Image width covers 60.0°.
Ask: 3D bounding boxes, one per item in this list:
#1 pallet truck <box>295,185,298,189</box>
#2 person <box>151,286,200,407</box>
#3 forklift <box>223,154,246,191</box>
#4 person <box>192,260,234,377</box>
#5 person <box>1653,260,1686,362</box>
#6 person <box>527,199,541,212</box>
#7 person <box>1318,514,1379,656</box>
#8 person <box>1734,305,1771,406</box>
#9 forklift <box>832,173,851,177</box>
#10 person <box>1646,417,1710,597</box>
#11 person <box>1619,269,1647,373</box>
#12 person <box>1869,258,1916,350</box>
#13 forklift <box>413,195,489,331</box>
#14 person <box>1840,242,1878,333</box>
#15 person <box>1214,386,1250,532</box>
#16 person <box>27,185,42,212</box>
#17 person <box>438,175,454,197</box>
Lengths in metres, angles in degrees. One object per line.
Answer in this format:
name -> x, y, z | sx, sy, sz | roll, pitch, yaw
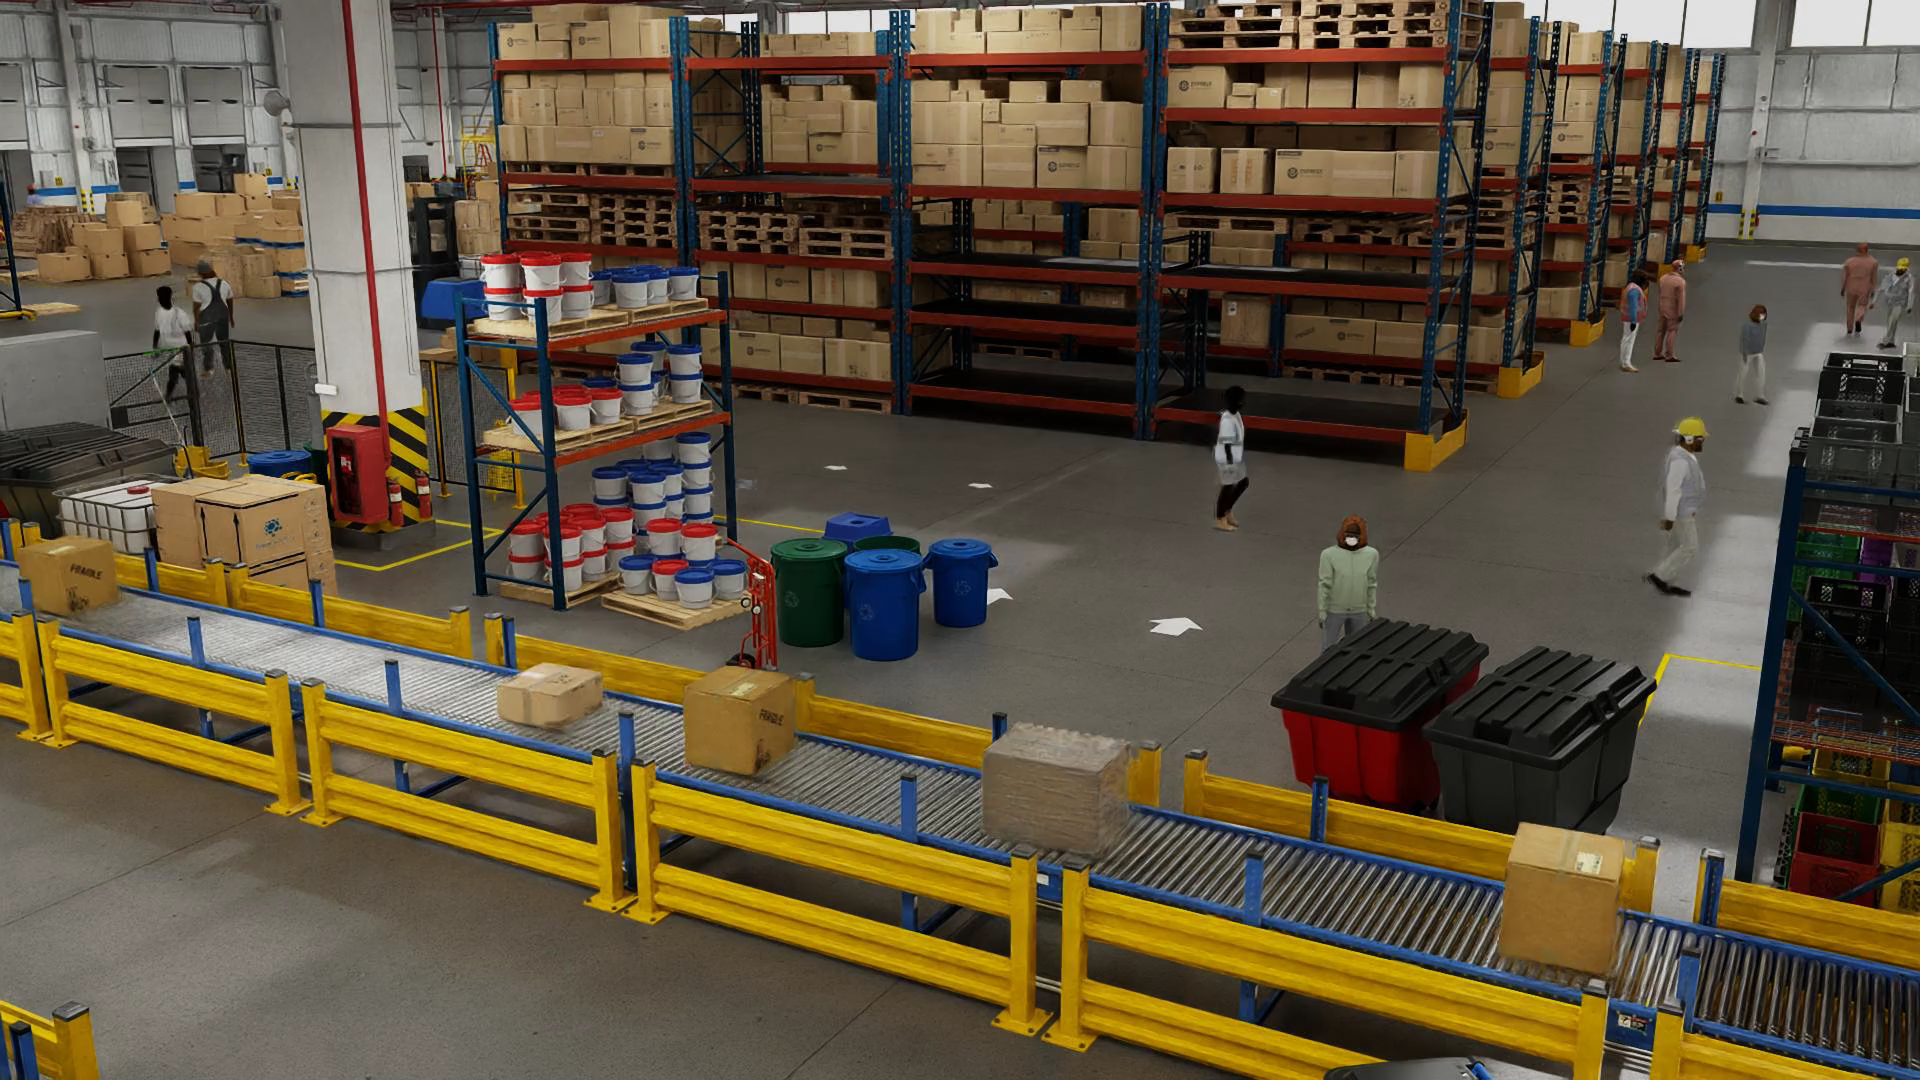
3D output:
pallet truck -> -26.804, -14.617, 69.738 | 1.885, 1.965, 0.823 | -14, 20, -42
person -> -12.629, -3.097, 26.605 | 0.625, 1.904, 1.042 | 7, 16, 23
forklift -> -26.376, -12.683, 60.780 | 1.129, 2.768, 1.873 | 10, 18, 34
person -> -13.276, -3.941, 29.524 | 0.535, 2.000, 0.714 | 11, 19, 36
person -> 13.300, -4.276, 31.059 | 0.400, 1.902, 0.642 | -5, 16, -18
person -> -13.787, -10.413, 54.074 | 0.651, 1.920, 0.529 | 12, 19, 38
person -> 3.090, 0.585, 13.290 | 0.499, 1.632, 0.285 | -3, 15, -10
person -> 12.729, -2.939, 26.569 | 0.534, 1.604, 0.714 | -6, 16, -20
forklift -> -4.317, -12.754, 61.044 | 1.873, 2.768, 1.129 | 8, 17, 28
person -> 7.088, -0.311, 16.308 | 0.421, 1.816, 0.597 | 6, 16, 22
person -> 12.119, -3.949, 29.937 | 0.430, 1.844, 0.624 | 5, 16, 18
person -> 18.159, -4.604, 32.490 | 0.899, 1.778, 0.681 | -8, 17, -28
forklift -> -10.977, -5.859, 35.125 | 1.873, 2.768, 1.129 | 8, 17, 28
person -> 18.783, -5.268, 34.790 | 0.670, 1.887, 0.435 | 9, 17, 30
person -> 3.082, -0.913, 18.827 | 0.383, 1.679, 0.548 | 6, 16, 21
person -> -32.021, -11.339, 57.636 | 0.978, 1.895, 0.547 | 1, 15, 3
person -> -20.144, -13.362, 65.258 | 0.645, 1.887, 1.044 | -13, 20, -40
